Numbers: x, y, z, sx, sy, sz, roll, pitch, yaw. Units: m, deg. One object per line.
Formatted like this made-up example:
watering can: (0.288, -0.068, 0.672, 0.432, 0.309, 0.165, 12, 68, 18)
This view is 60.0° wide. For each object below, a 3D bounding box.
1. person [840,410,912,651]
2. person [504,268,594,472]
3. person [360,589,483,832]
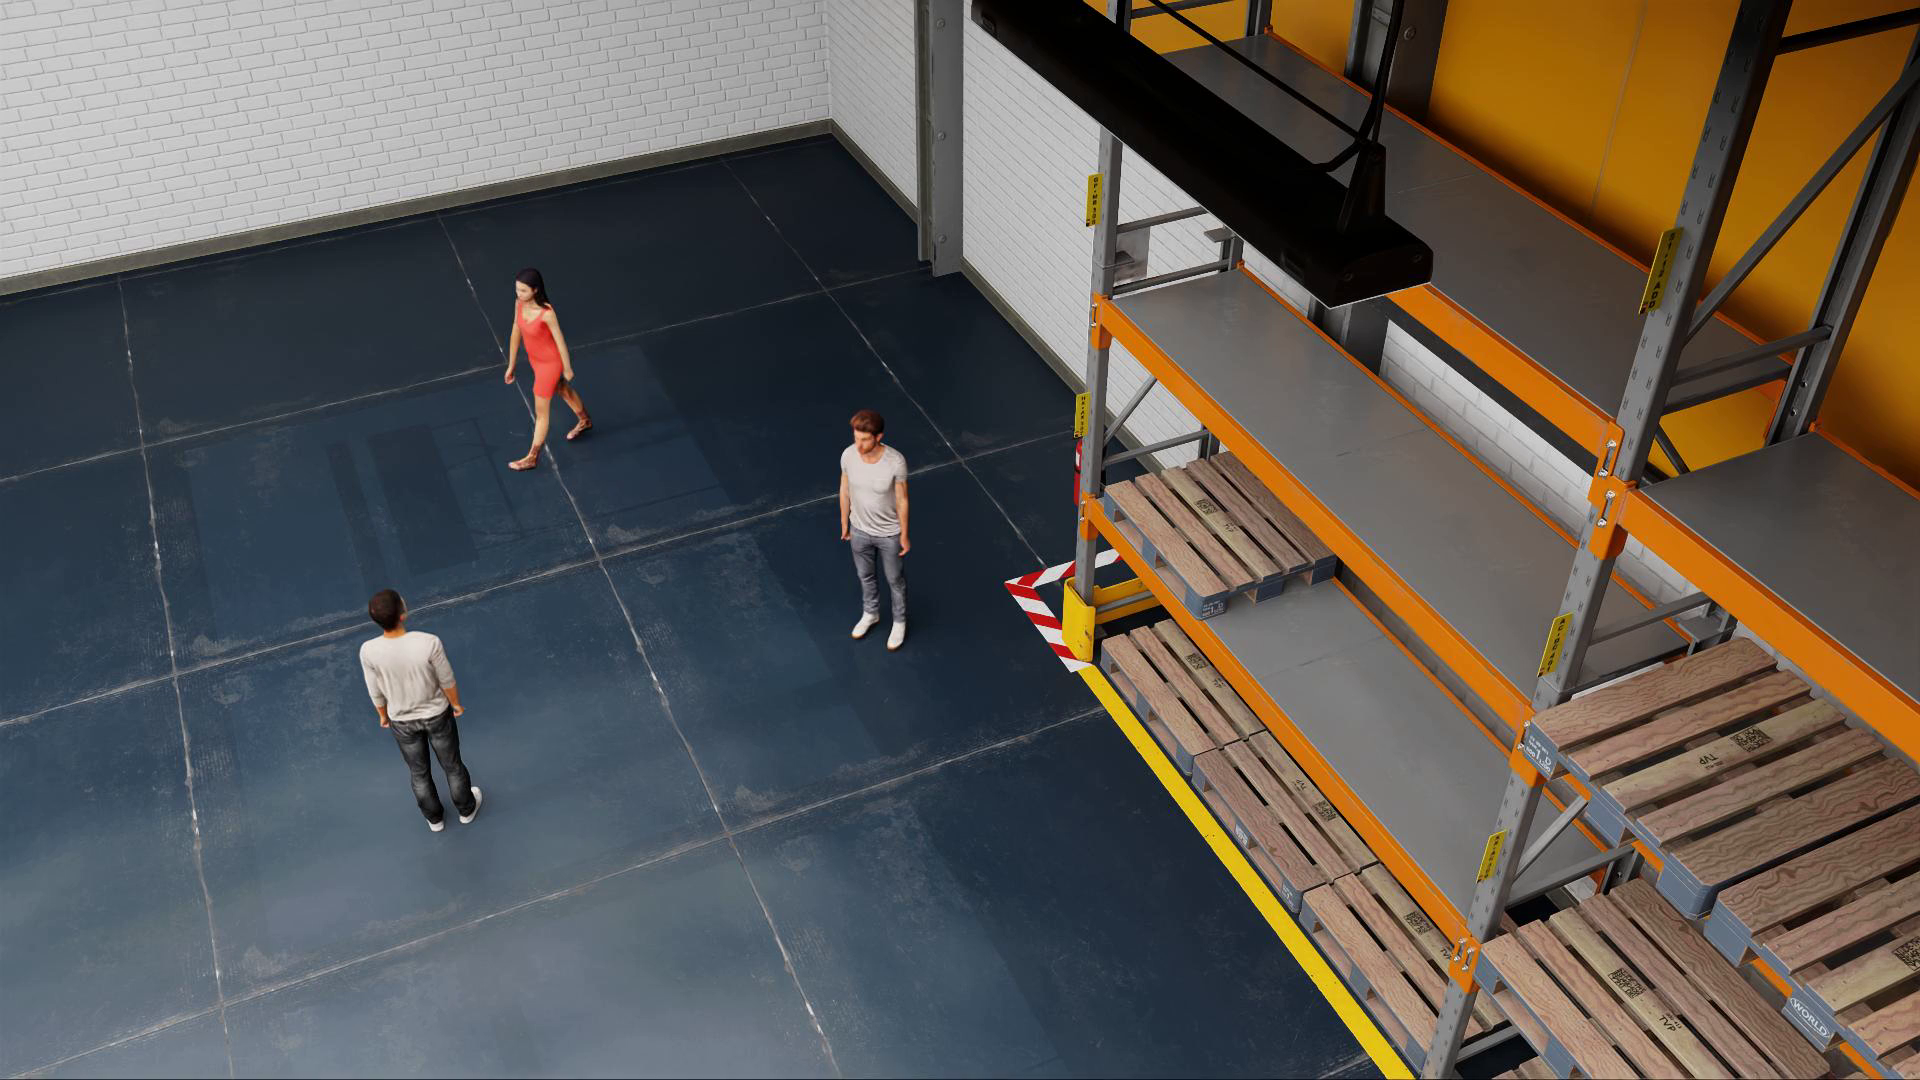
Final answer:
person: (-0.556, -0.099, 11.276, 0.746, 1.889, 0.801, 12, 40, 15)
person: (-3.187, -1.413, 13.097, 1.147, 1.669, 0.963, 29, 47, 31)
person: (-3.222, 1.035, 9.919, 0.693, 1.810, 0.627, -8, 39, -10)
